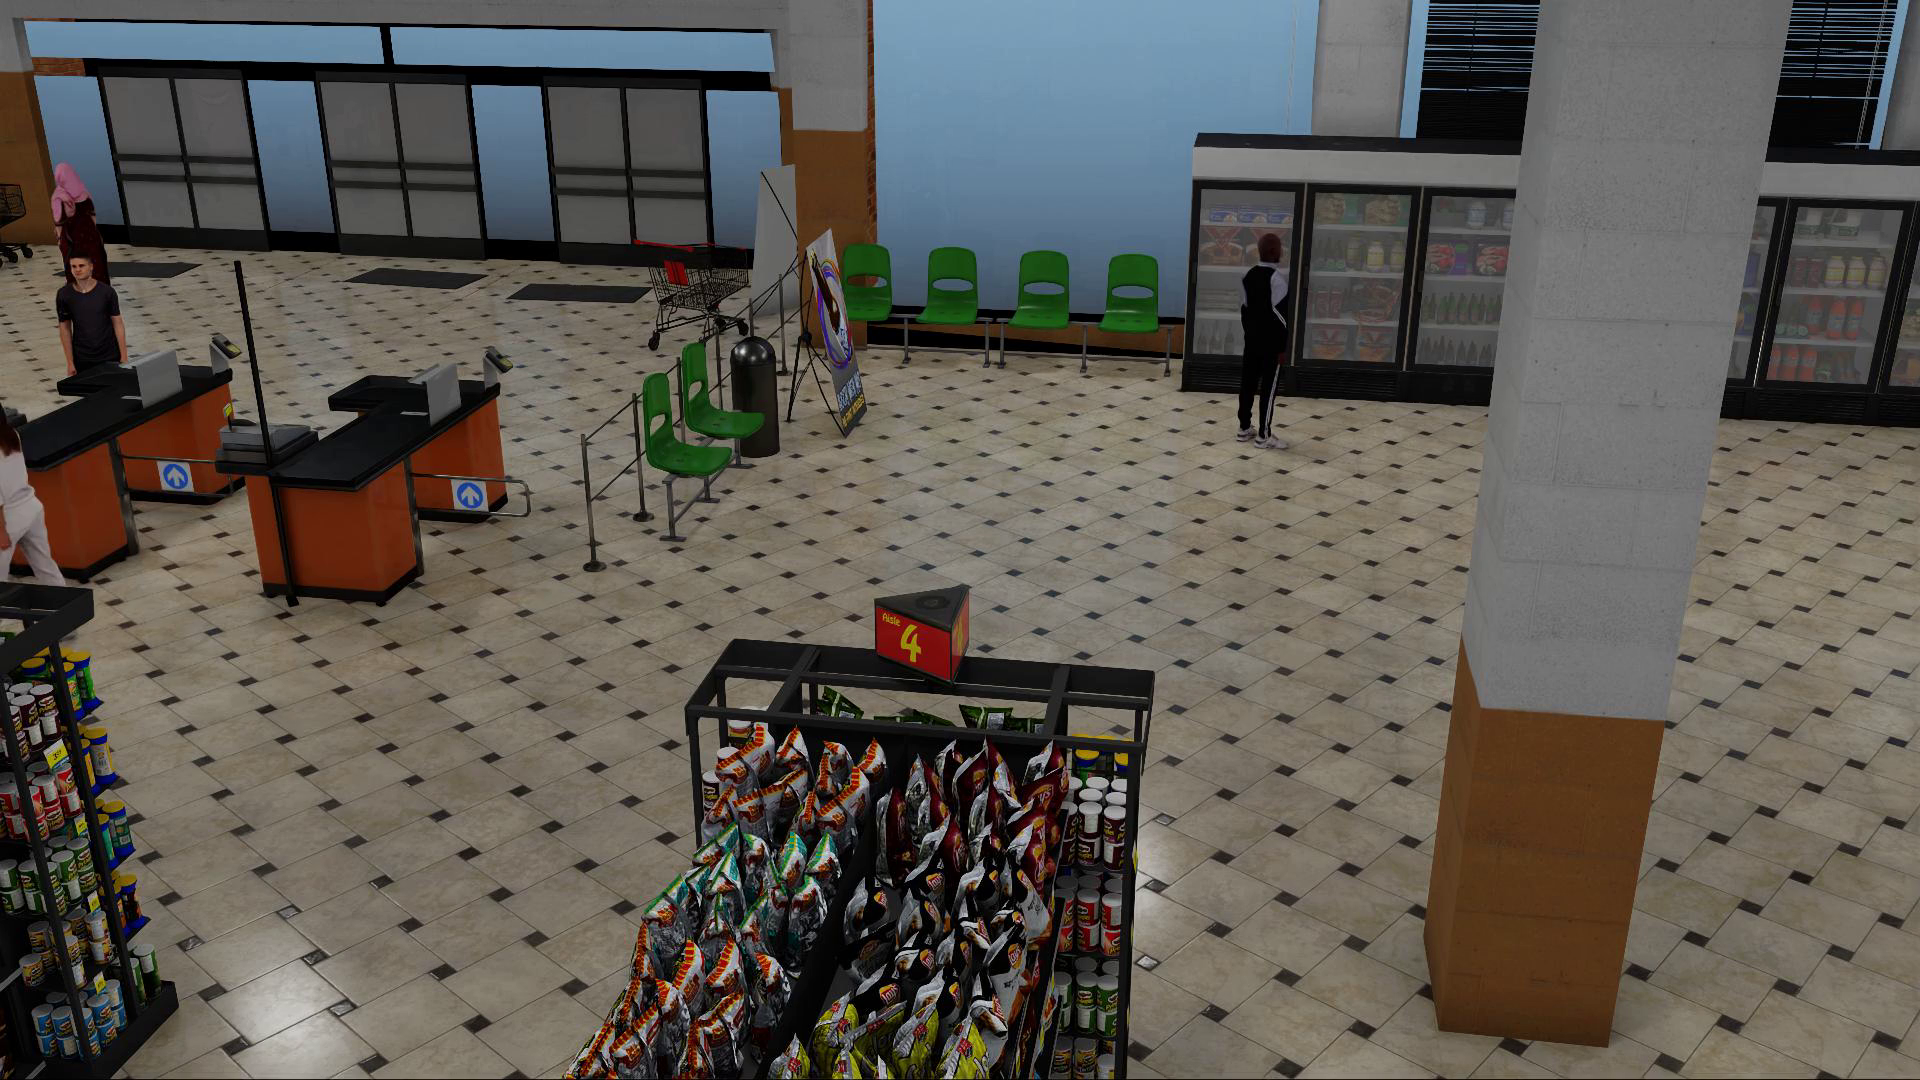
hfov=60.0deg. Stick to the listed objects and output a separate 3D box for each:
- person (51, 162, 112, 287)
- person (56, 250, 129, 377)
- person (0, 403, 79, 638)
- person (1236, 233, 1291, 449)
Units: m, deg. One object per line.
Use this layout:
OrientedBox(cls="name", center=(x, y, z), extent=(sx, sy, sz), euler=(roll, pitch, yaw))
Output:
OrientedBox(cls="person", center=(-9.868, -3.409, 18.628), extent=(0.821, 1.638, 0.708), euler=(17, 27, 36))
OrientedBox(cls="person", center=(-7.128, -1.523, 13.764), extent=(0.720, 1.764, 0.726), euler=(-8, 23, -20))
OrientedBox(cls="person", center=(-5.864, -0.130, 10.435), extent=(0.765, 1.663, 0.899), euler=(1, 22, 2))
OrientedBox(cls="person", center=(2.568, -1.696, 14.107), extent=(0.793, 1.830, 0.714), euler=(-12, 25, -28))
